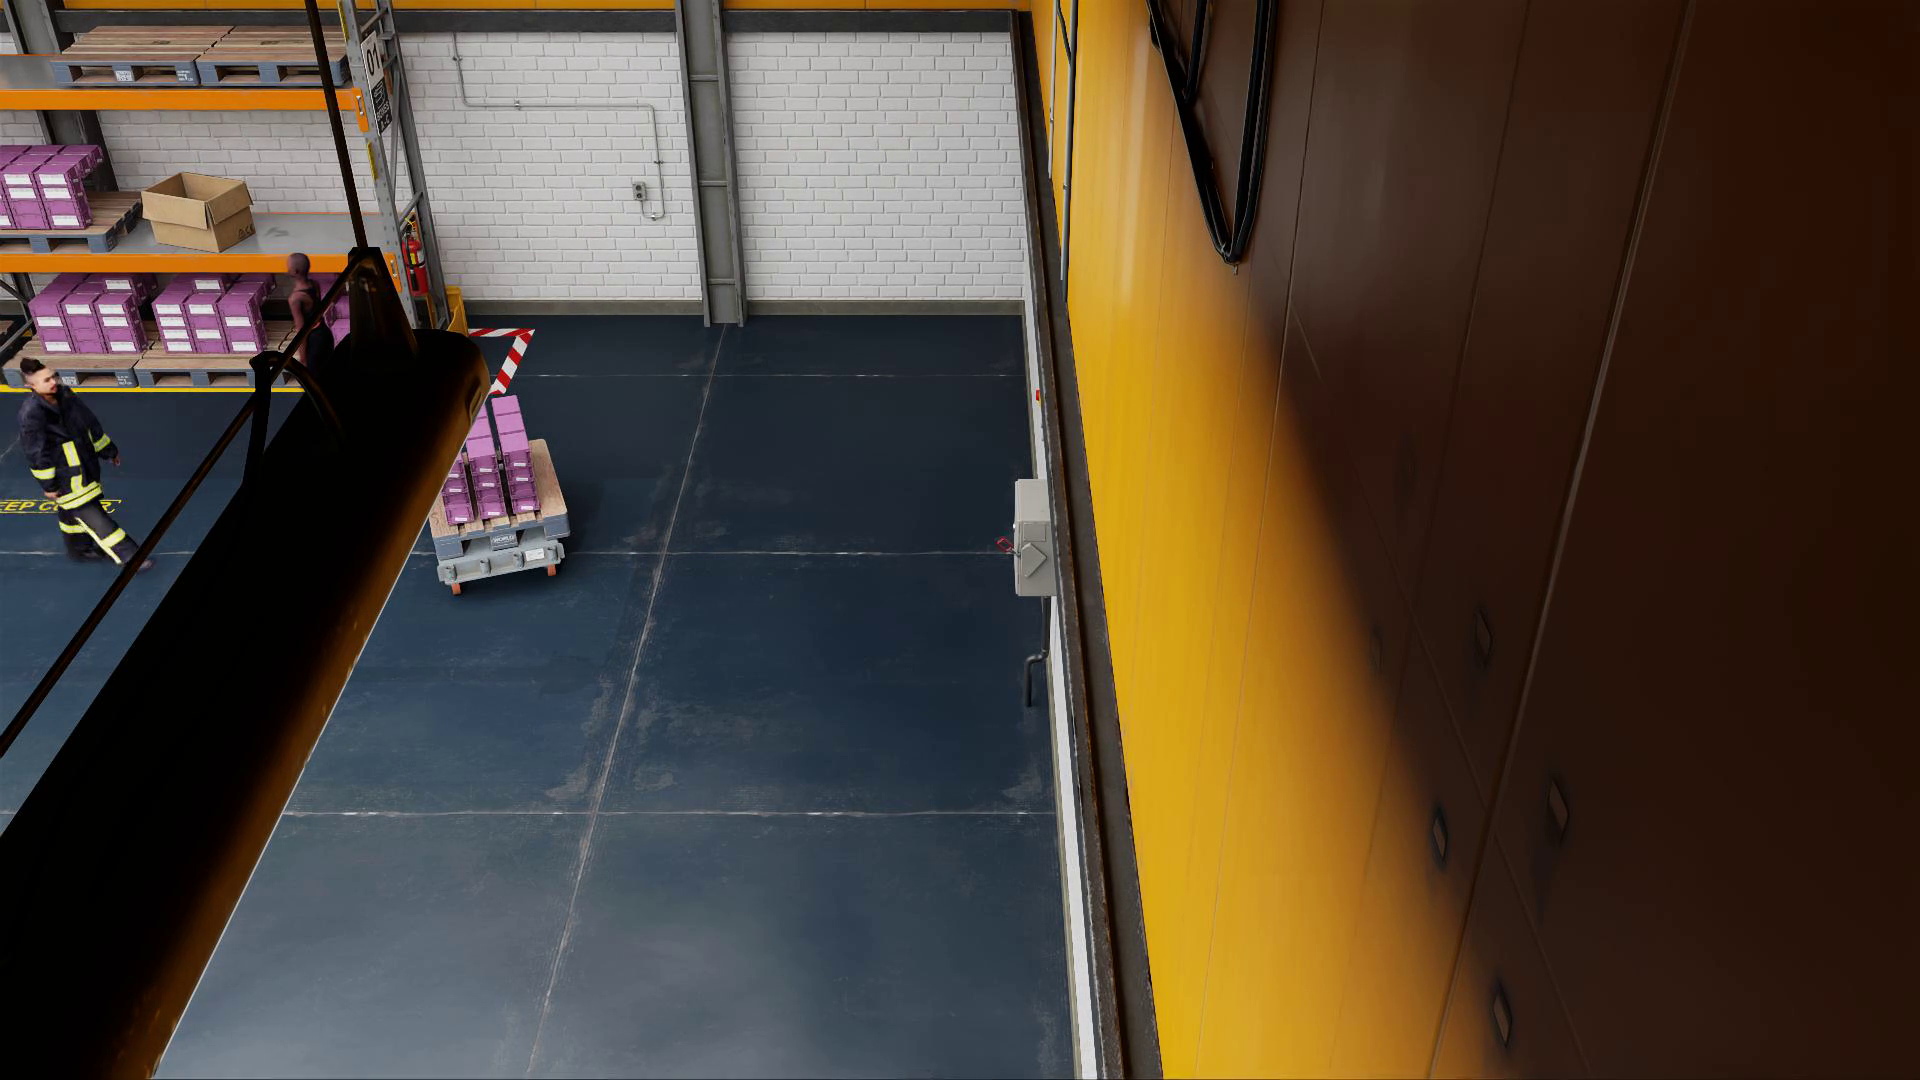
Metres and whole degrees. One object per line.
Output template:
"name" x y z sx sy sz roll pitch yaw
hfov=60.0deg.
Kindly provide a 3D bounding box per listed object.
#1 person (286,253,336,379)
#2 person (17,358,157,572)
"person" -5.509 -1.653 14.283 0.573 1.757 0.613 5 34 7
"person" -6.801 -0.562 12.579 1.141 1.827 0.867 4 34 6
